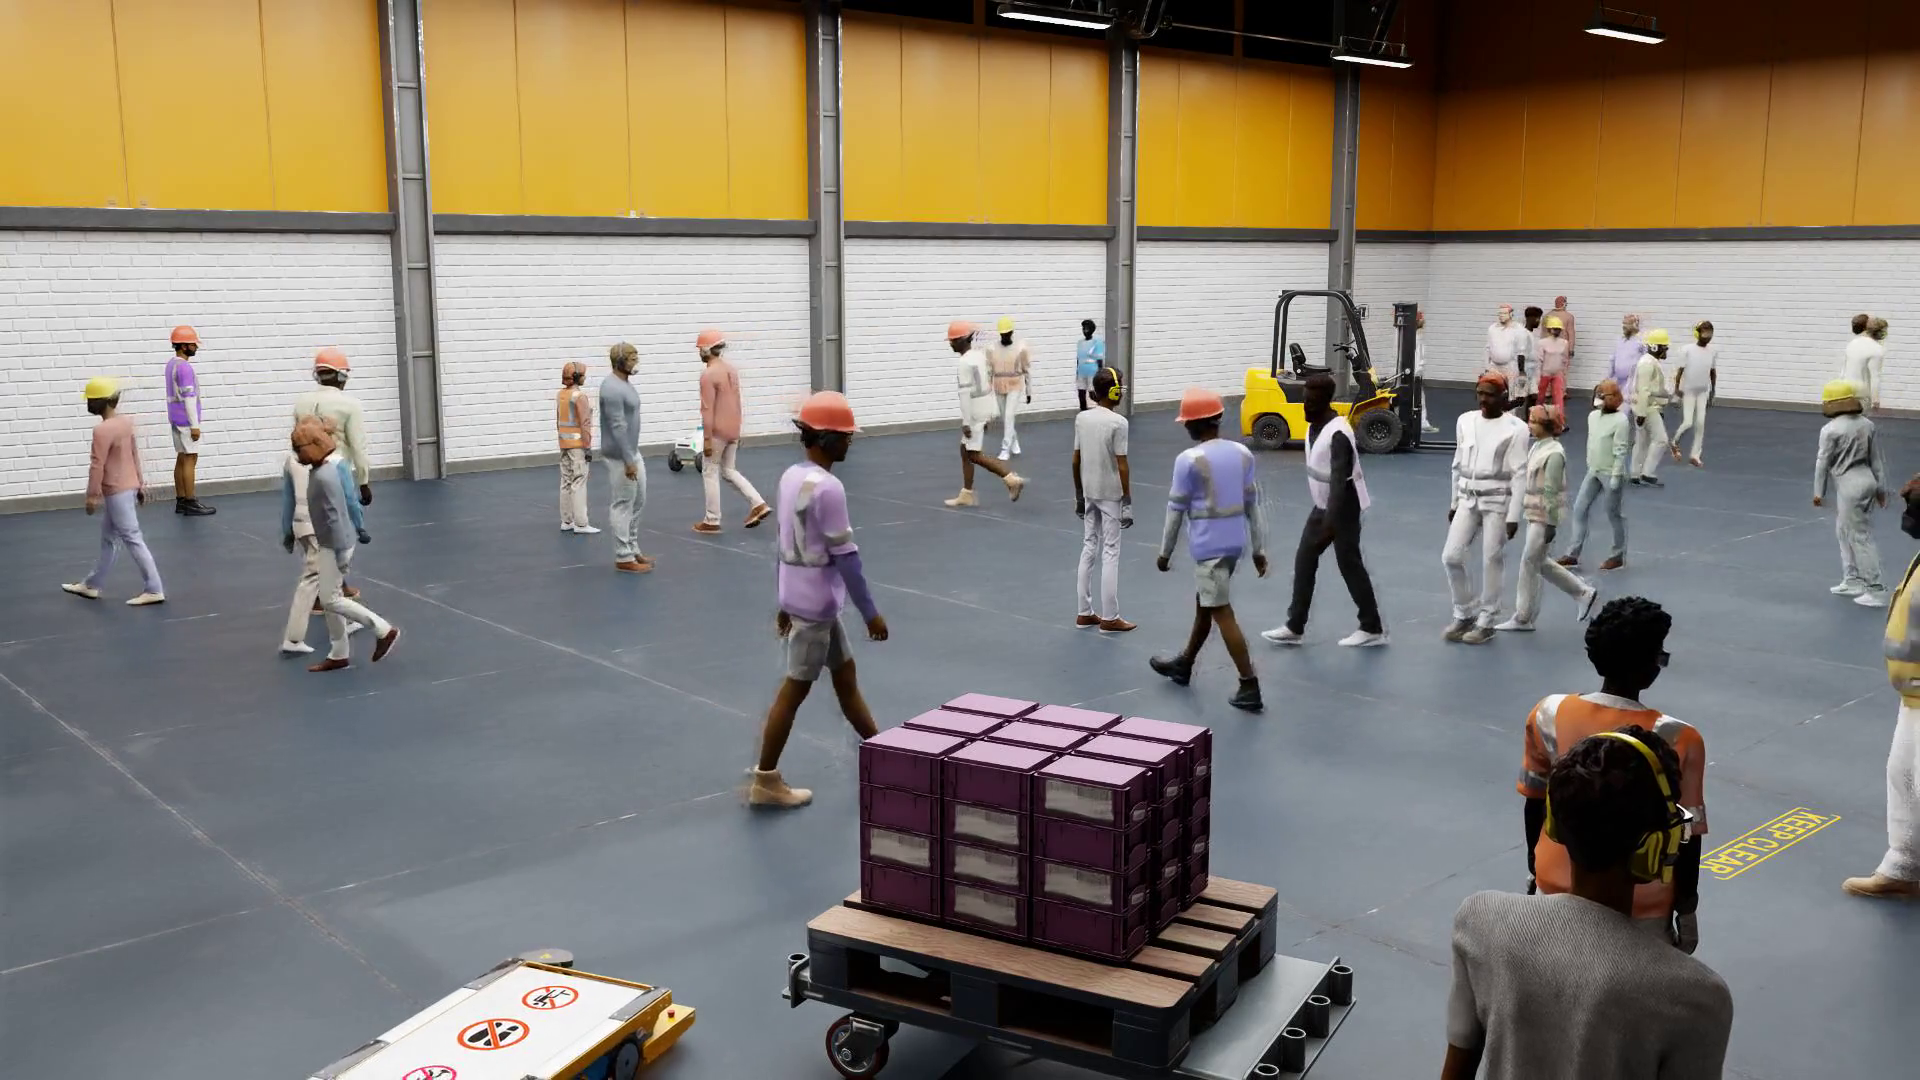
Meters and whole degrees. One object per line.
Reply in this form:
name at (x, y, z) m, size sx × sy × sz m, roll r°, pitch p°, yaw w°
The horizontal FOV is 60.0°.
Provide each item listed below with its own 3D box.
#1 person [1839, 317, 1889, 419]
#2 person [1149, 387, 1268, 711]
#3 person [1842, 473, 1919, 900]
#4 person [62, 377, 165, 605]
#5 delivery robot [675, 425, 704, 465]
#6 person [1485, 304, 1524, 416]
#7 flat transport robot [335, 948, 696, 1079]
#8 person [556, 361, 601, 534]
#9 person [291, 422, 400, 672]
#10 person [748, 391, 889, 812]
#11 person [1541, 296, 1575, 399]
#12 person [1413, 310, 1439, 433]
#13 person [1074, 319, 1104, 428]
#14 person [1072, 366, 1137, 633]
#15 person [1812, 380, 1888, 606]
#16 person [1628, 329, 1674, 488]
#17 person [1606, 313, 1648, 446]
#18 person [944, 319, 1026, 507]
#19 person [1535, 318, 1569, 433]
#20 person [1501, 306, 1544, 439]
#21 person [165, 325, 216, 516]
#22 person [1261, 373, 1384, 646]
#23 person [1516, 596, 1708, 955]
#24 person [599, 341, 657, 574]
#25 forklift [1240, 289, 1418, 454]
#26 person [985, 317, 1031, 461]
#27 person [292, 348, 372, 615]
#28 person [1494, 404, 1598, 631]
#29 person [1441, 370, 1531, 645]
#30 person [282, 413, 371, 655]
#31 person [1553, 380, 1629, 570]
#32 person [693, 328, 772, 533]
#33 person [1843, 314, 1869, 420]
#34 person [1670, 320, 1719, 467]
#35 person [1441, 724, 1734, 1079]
person at (10.970, -1.760, 20.251) m, size 0.469 × 1.904 × 0.653 m, roll 0°, pitch 10°, yaw 0°
person at (1.484, 0.033, 9.848) m, size 0.555 × 1.875 × 0.988 m, roll -8°, pitch 13°, yaw -39°
person at (3.997, 0.621, 6.584) m, size 0.677 × 1.814 × 0.670 m, roll 4°, pitch 10°, yaw 22°
person at (-6.455, -0.358, 12.538) m, size 0.827 × 1.728 × 0.553 m, roll -1°, pitch 10°, yaw -6°
delivery robot at (-3.183, -1.169, 20.451) m, size 0.477 × 0.478 × 0.707 m, roll 5°, pitch 11°, yaw 27°
person at (8.298, -2.642, 25.399) m, size 0.399 × 1.909 × 0.642 m, roll -9°, pitch 13°, yaw -44°
flat transport robot at (-1.474, 1.641, 5.103) m, size 0.652 × 0.197 × 1.431 m, roll 4°, pitch 11°, yaw 23°
person at (-3.662, -0.875, 15.835) m, size 0.310 × 1.638 × 0.522 m, roll -8°, pitch 13°, yaw -41°
person at (-3.910, 0.050, 10.520) m, size 0.498 × 1.613 × 0.504 m, roll -5°, pitch 11°, yaw -26°
person at (-0.571, 0.291, 7.957) m, size 1.013 × 1.992 × 0.615 m, roll -3°, pitch 10°, yaw -17°
person at (11.049, -3.545, 30.695) m, size 0.403 × 1.904 × 0.651 m, roll -8°, pitch 13°, yaw -41°
person at (6.711, -2.500, 24.732) m, size 0.783 × 1.865 × 0.599 m, roll 1°, pitch 10°, yaw 5°
person at (2.026, -2.563, 25.605) m, size 0.572 × 1.681 × 0.538 m, roll -9°, pitch 13°, yaw -42°
person at (1.016, -0.284, 11.708) m, size 0.310 × 1.868 × 0.532 m, roll -8°, pitch 13°, yaw -41°
person at (6.754, -0.353, 12.607) m, size 0.497 × 1.691 × 0.695 m, roll -5°, pitch 11°, yaw -27°
person at (7.923, -1.490, 18.939) m, size 0.540 × 1.814 × 0.595 m, roll 4°, pitch 10°, yaw 22°
person at (9.200, -2.192, 22.931) m, size 1.016 × 1.853 × 0.666 m, roll -3°, pitch 10°, yaw -17°
person at (0.245, -1.297, 17.315) m, size 0.844 × 1.998 × 0.619 m, roll 3°, pitch 10°, yaw 16°
person at (8.862, -2.465, 24.901) m, size 0.545 × 1.708 × 0.914 m, roll -1°, pitch 10°, yaw -6°
person at (8.105, -2.431, 24.118) m, size 0.763 × 1.931 × 0.604 m, roll 7°, pitch 12°, yaw 36°
person at (-7.865, -1.217, 16.967) m, size 0.372 × 1.935 × 0.551 m, roll -8°, pitch 13°, yaw -41°
person at (2.454, -0.183, 11.125) m, size 0.942 × 1.866 × 0.617 m, roll -2°, pitch 10°, yaw -11°
person at (1.836, 0.996, 4.709) m, size 0.317 × 1.697 × 0.540 m, roll -8°, pitch 13°, yaw -41°
person at (-2.785, -0.683, 13.842) m, size 0.394 × 1.936 × 0.652 m, roll 0°, pitch 10°, yaw 2°
forklift at (5.034, -2.339, 22.783) m, size 2.313 × 2.155 × 1.214 m, roll 3°, pitch 10°, yaw 16°
person at (0.661, -2.003, 21.802) m, size 0.594 × 1.869 × 0.950 m, roll 3°, pitch 10°, yaw 18°
person at (-4.711, -0.437, 12.407) m, size 0.634 × 1.951 × 0.706 m, roll 5°, pitch 11°, yaw 25°
person at (4.140, -0.148, 11.648) m, size 0.640 × 1.615 × 0.518 m, roll 1°, pitch 10°, yaw 6°
person at (3.520, -0.210, 11.239) m, size 0.498 × 1.875 × 0.616 m, roll -7°, pitch 12°, yaw -37°
person at (-4.301, -0.054, 11.177) m, size 0.518 × 1.585 × 0.892 m, roll 4°, pitch 11°, yaw 24°
person at (5.290, -0.531, 13.888) m, size 0.706 × 1.604 × 0.536 m, roll -3°, pitch 10°, yaw -17°
person at (-2.197, -1.026, 15.776) m, size 0.691 × 1.965 × 0.664 m, roll 4°, pitch 10°, yaw 21°
person at (13.144, -2.397, 24.286) m, size 0.470 × 1.803 × 0.744 m, roll 4°, pitch 11°, yaw 23°
person at (9.203, -1.836, 20.867) m, size 0.561 × 1.844 × 0.525 m, roll -1°, pitch 10°, yaw -7°
person at (1.057, 1.233, 2.850) m, size 0.310 × 1.859 × 0.532 m, roll -8°, pitch 13°, yaw -41°
